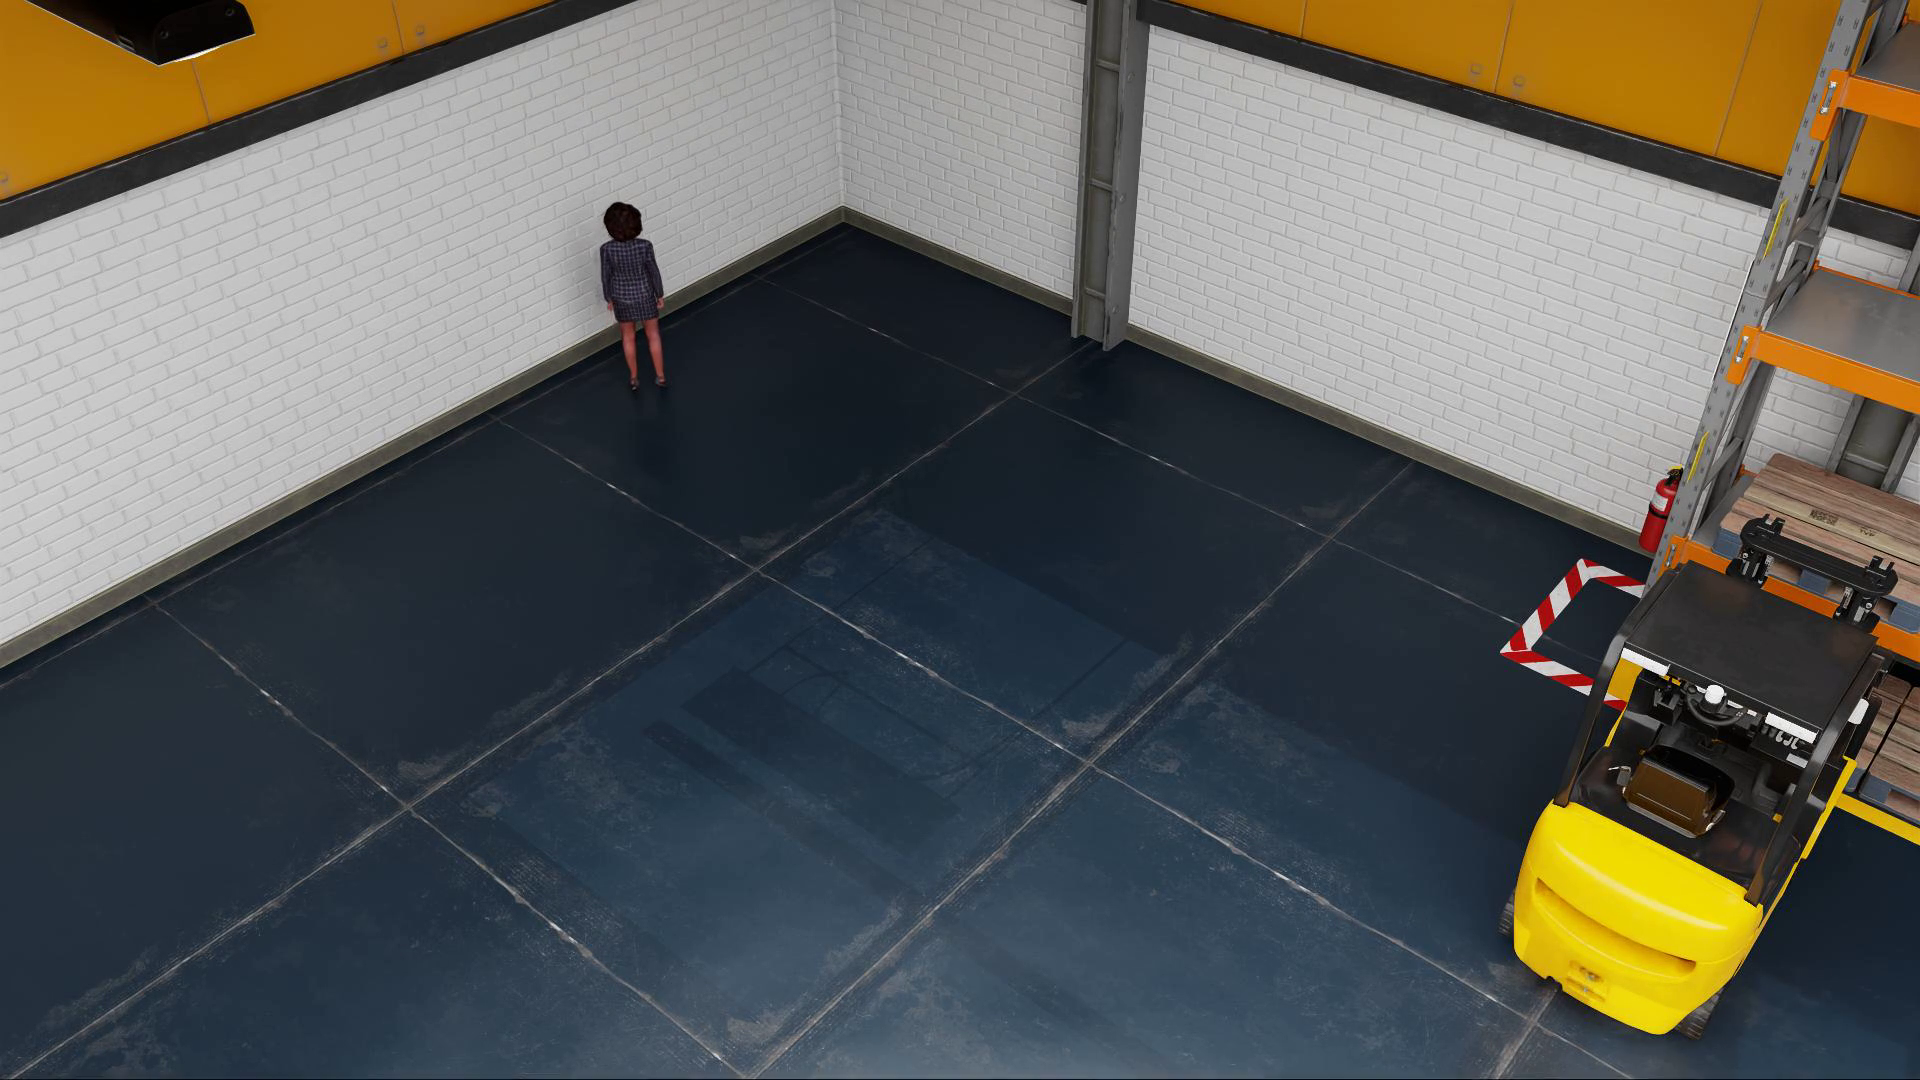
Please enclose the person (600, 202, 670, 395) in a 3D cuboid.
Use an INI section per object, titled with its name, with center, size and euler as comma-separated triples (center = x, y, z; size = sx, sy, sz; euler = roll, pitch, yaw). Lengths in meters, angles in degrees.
[person]
center = -2.619, -1.929, 13.374
size = 0.702, 1.702, 0.745
euler = -6, 39, -7
